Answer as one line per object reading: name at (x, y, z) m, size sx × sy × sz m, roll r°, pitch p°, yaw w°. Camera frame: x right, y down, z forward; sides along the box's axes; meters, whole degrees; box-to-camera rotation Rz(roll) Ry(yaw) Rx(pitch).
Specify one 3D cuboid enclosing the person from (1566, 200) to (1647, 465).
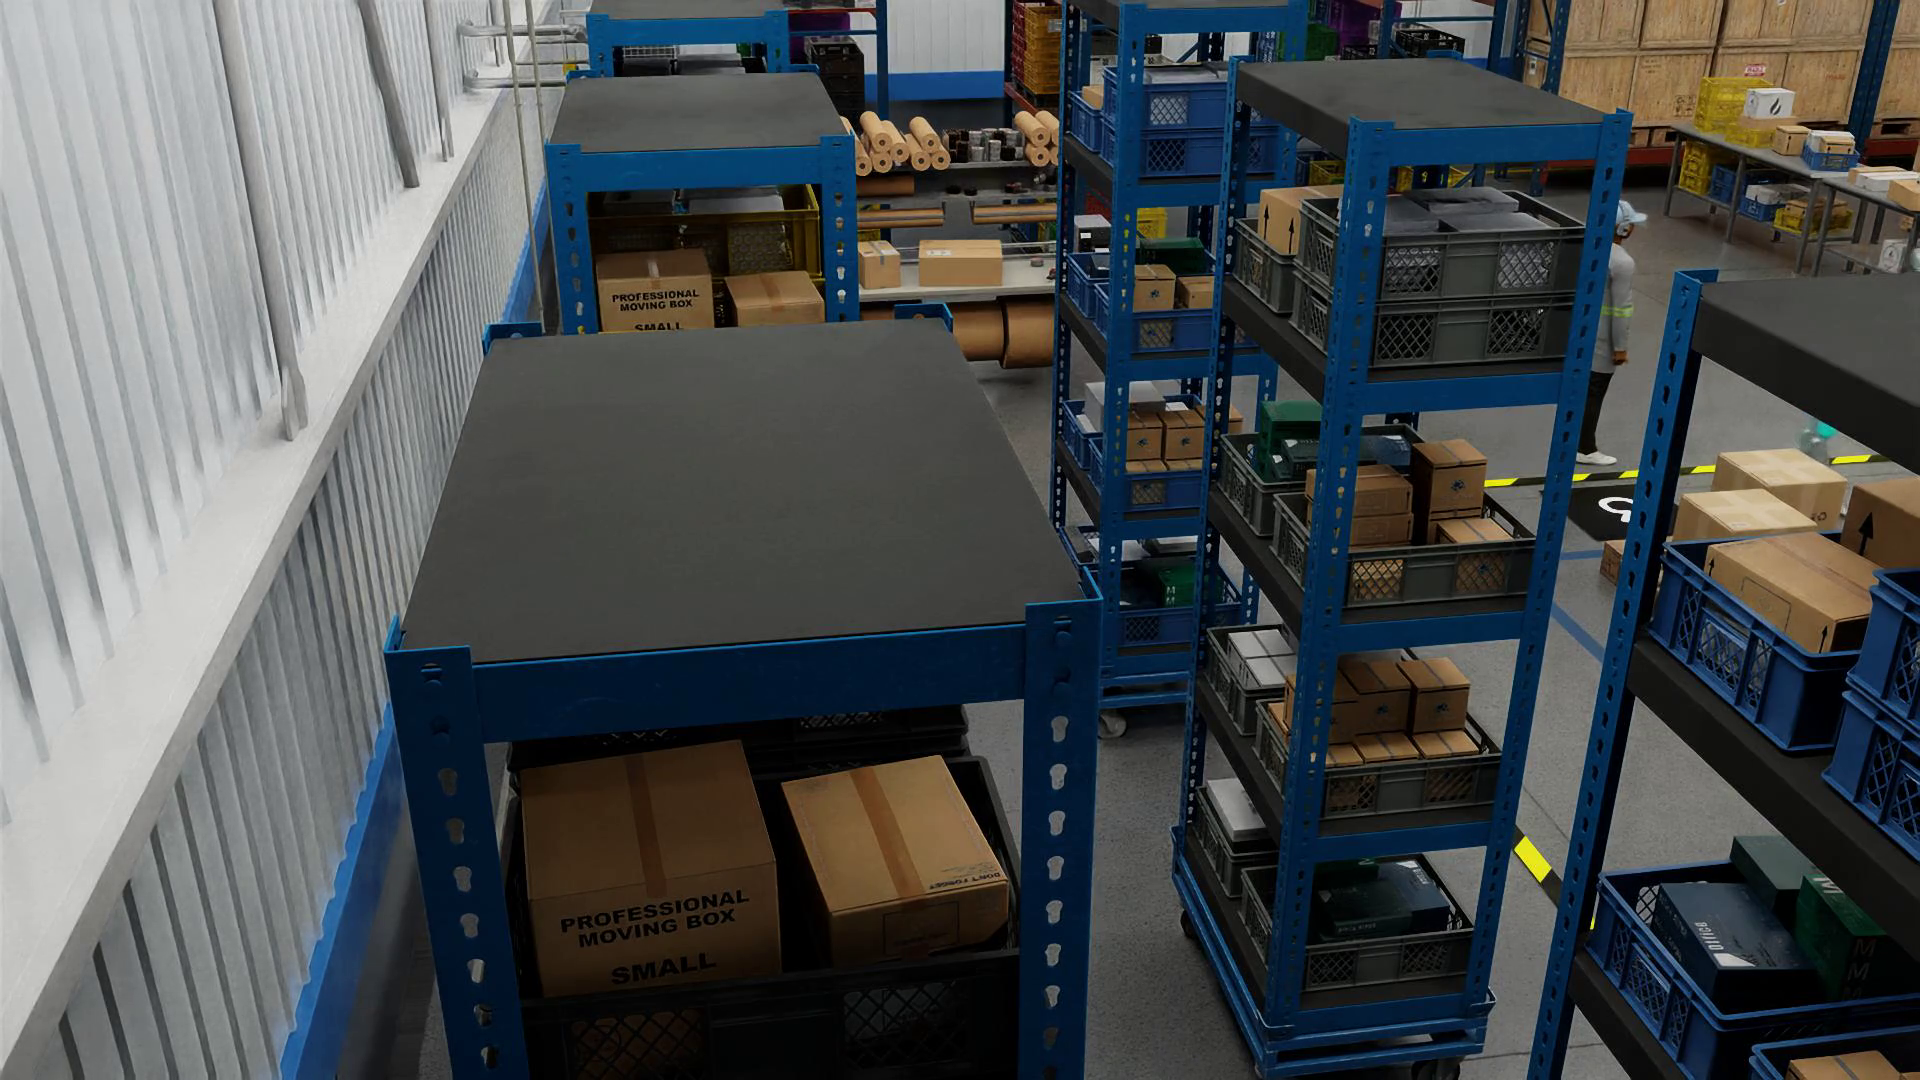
person at (4.444, -1.432, 11.517) m, size 0.374 × 1.852 × 0.588 m, roll -6°, pitch 25°, yaw -12°

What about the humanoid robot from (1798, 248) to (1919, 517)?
humanoid robot at (5.779, -1.014, 10.745) m, size 0.783 × 1.758 × 0.552 m, roll 3°, pitch 25°, yaw 7°
